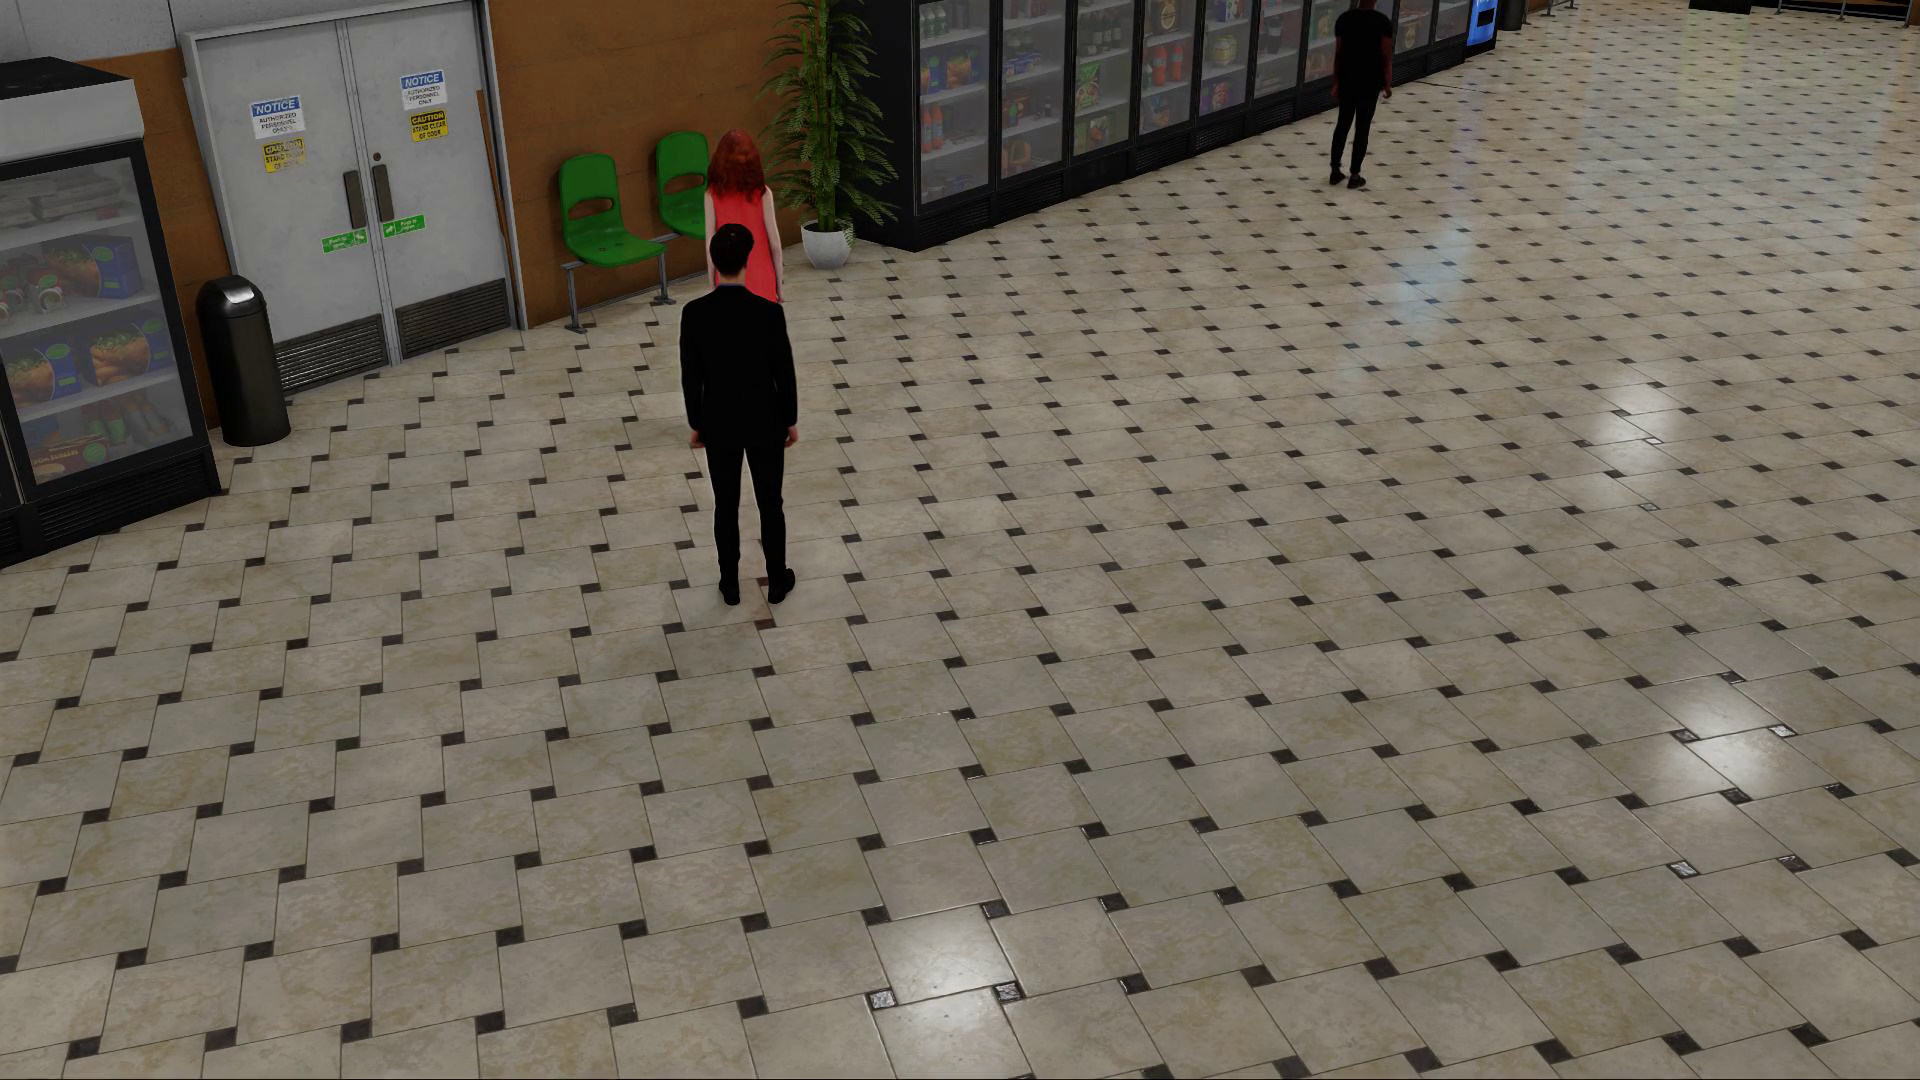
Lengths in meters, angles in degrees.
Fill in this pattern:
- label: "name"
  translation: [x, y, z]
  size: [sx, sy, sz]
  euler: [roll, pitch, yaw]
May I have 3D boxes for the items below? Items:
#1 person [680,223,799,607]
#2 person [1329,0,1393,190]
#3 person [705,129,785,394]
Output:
- label: "person"
  translation: [-1.033, -0.568, 7.888]
  size: [0.774, 1.894, 0.845]
  euler: [-1, 27, -2]
- label: "person"
  translation: [3.558, -4.052, 14.846]
  size: [0.568, 1.816, 0.742]
  euler: [18, 32, 32]
- label: "person"
  translation: [-1.266, -1.504, 9.807]
  size: [0.640, 1.828, 0.721]
  euler: [0, 27, 0]
